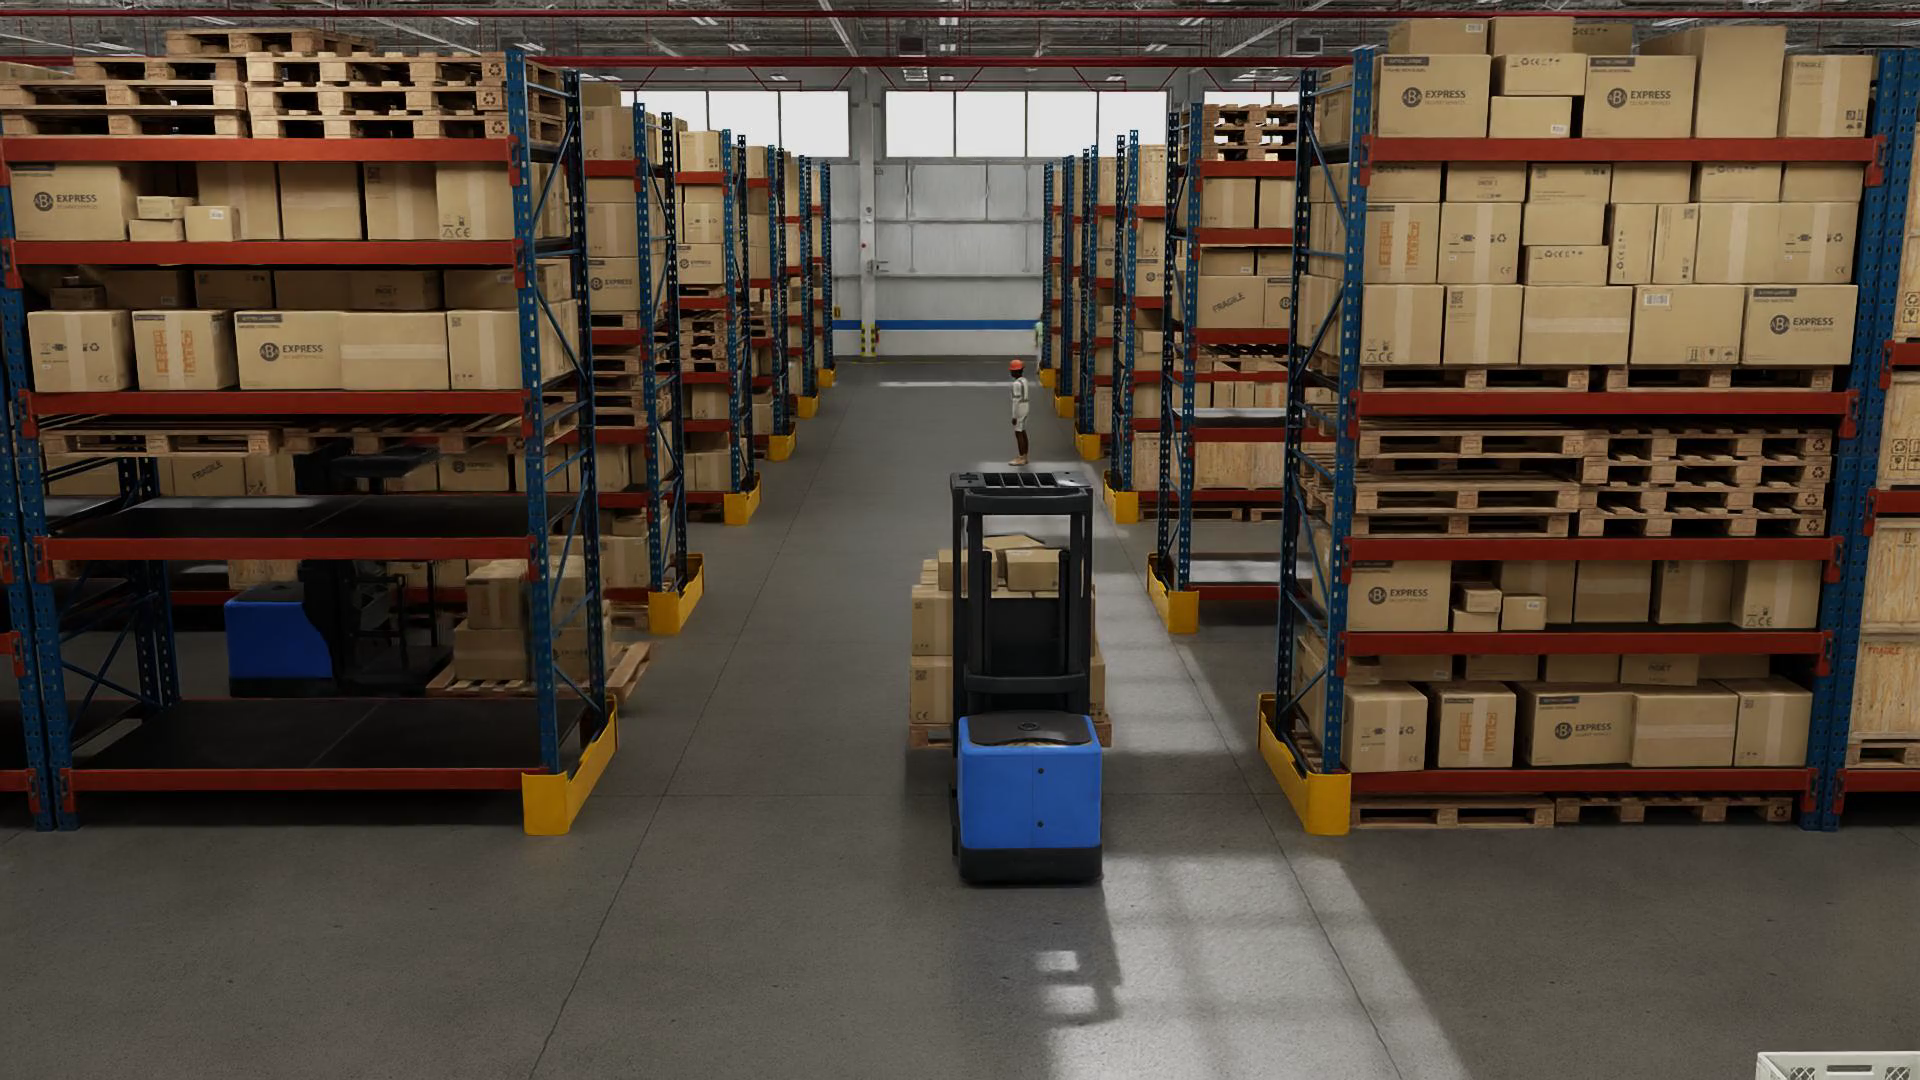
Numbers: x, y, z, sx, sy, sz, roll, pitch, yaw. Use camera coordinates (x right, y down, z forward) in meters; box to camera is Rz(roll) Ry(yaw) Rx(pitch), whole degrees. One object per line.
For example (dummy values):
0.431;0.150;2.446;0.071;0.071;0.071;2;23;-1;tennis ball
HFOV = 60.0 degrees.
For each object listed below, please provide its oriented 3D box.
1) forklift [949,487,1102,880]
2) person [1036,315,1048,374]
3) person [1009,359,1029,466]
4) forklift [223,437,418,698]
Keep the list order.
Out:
0.495;0.986;12.813;1.129;2.768;1.873;0;11;-2;forklift
2.490;-5.806;49.213;0.581;1.828;0.864;4;12;20;person
1.119;-2.446;31.919;0.388;2.040;0.617;4;12;17;person
-6.360;0.185;16.782;1.873;2.768;1.129;0;11;-1;forklift
